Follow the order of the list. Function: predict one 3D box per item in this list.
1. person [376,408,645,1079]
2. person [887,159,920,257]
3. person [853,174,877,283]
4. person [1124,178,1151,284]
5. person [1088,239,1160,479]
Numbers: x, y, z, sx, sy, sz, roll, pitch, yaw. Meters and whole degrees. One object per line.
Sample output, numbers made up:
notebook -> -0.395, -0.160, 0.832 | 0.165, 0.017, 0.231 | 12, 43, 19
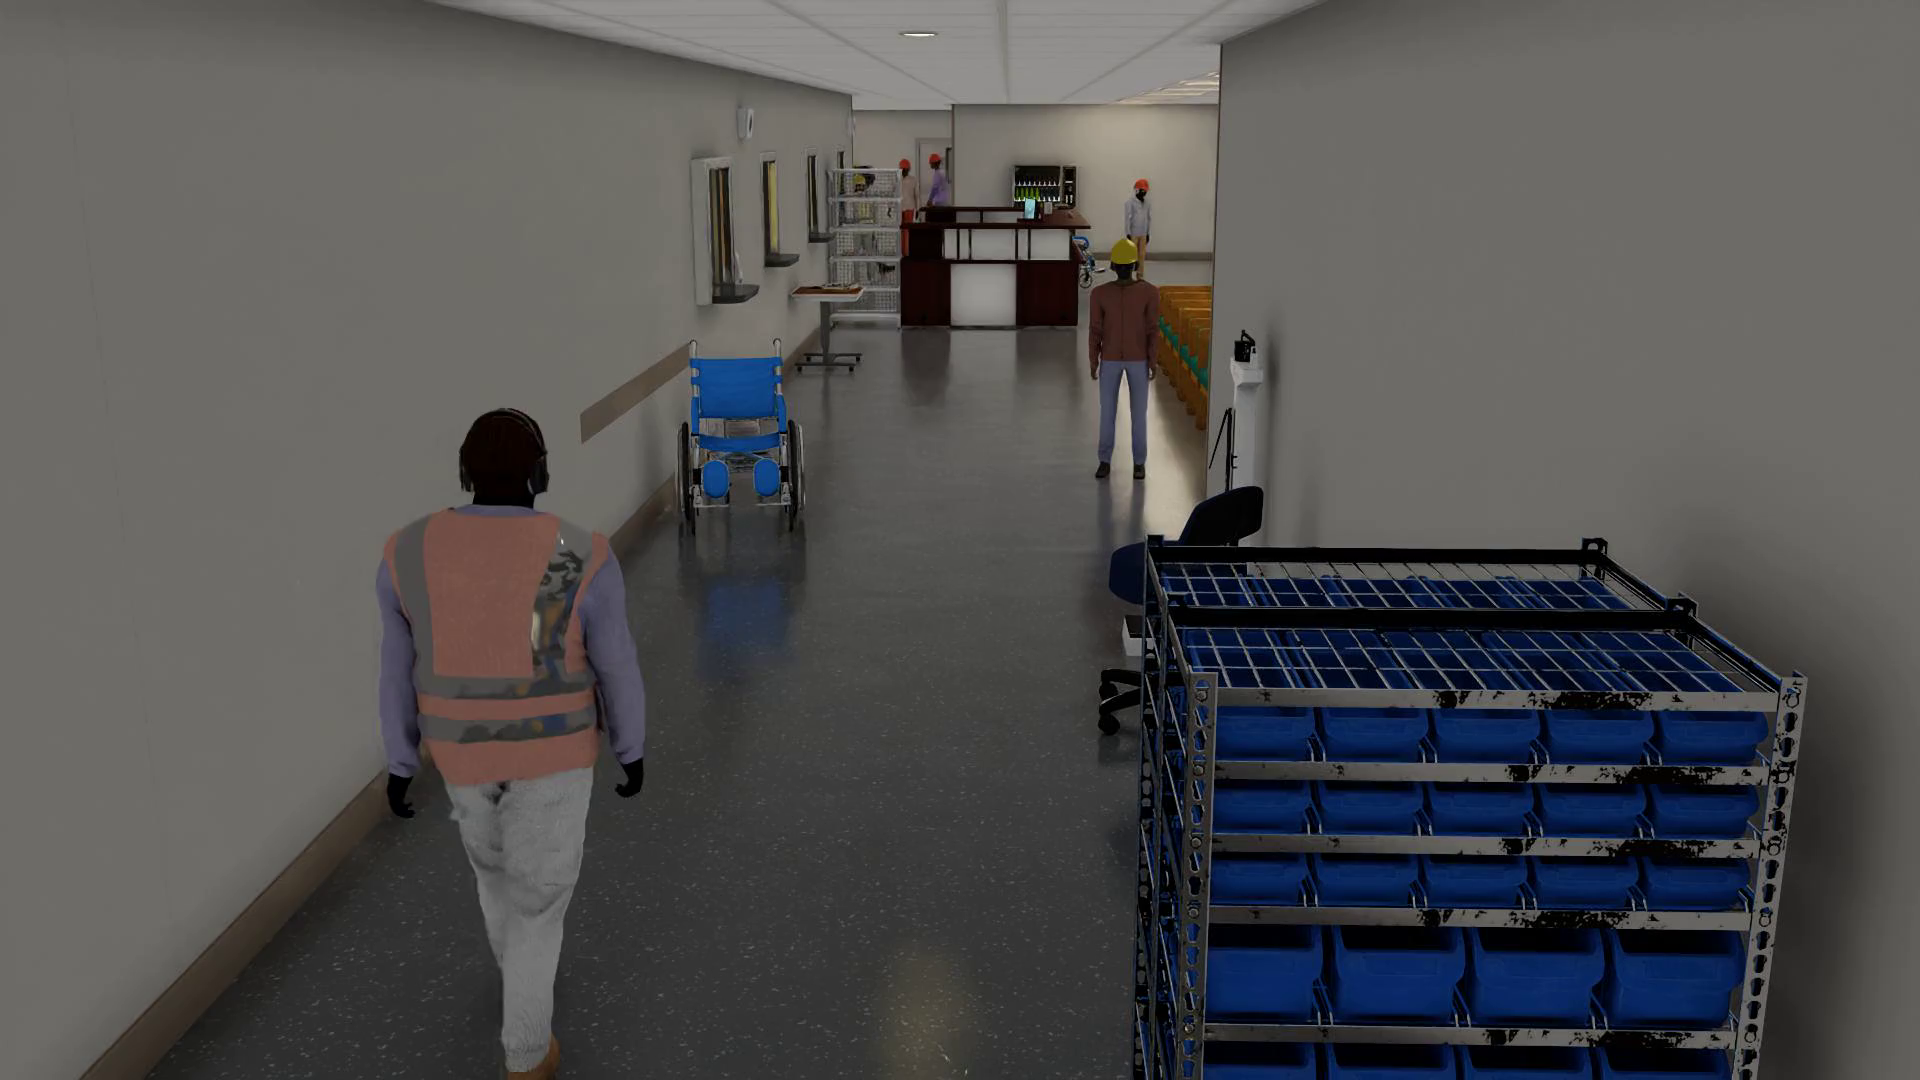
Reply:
person -> -1.160, 0.533, 4.527 | 0.659, 1.813, 0.840 | 1, 14, 4
person -> -1.130, -6.652, 33.399 | 0.624, 1.955, 0.886 | 2, 14, 10
person -> -1.622, -5.018, 27.058 | 0.598, 1.819, 0.427 | -7, 15, -26
person -> 2.946, -5.067, 27.400 | 0.566, 1.743, 0.361 | -11, 18, -39
person -> 1.192, -1.311, 12.137 | 0.518, 1.756, 0.349 | 2, 14, 8
